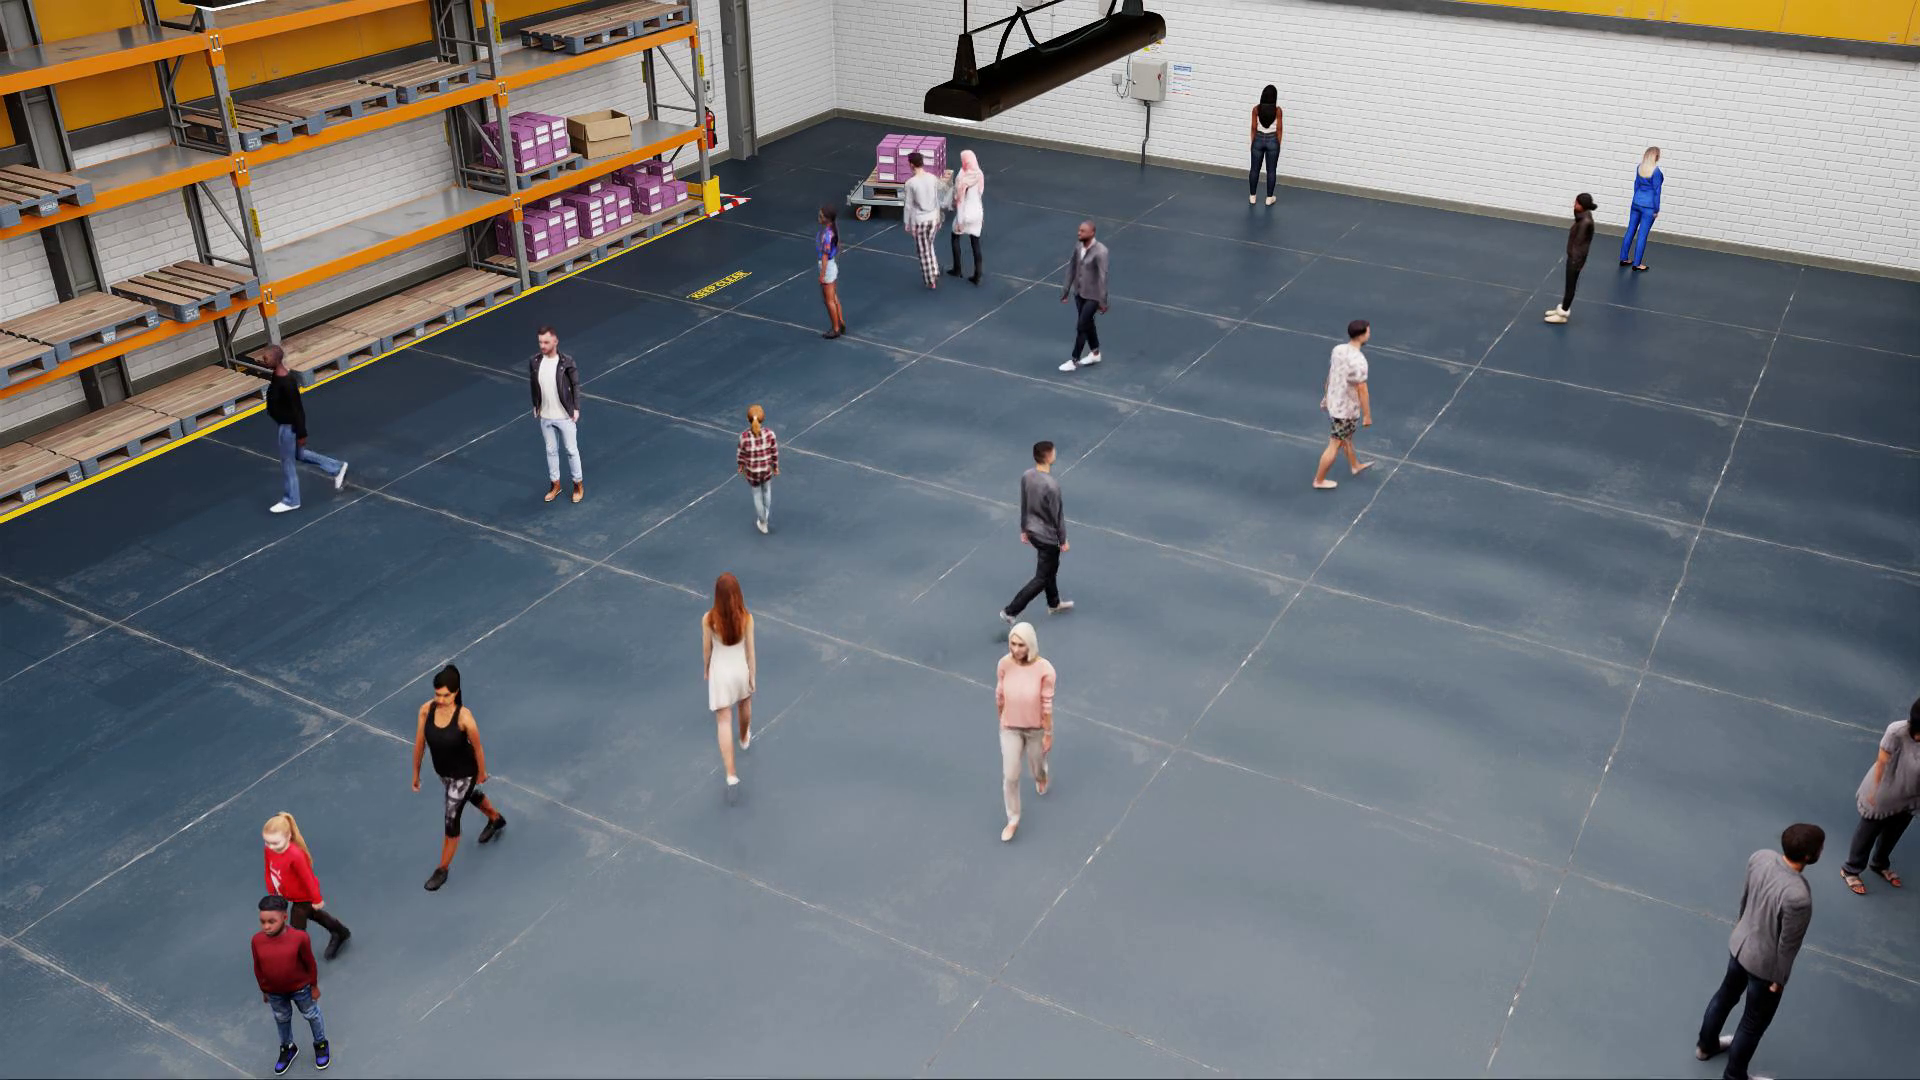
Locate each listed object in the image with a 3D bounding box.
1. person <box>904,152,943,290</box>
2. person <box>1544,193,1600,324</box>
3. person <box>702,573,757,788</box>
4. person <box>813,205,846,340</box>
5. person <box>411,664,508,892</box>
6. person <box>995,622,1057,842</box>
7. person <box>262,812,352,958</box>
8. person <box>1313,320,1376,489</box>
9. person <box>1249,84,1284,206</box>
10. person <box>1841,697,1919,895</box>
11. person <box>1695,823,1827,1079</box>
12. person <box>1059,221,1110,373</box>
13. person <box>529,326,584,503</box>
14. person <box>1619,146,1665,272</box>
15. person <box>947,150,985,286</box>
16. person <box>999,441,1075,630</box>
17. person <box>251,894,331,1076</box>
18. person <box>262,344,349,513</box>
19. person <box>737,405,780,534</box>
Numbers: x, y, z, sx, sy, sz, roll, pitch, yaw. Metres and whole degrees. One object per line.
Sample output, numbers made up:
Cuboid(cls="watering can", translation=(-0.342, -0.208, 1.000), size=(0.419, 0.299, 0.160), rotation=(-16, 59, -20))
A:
Cuboid(cls="person", translation=(-0.438, -4.167, 21.921), size=(0.808, 1.826, 0.881), rotation=(-12, 31, -22))
Cuboid(cls="person", translation=(7.785, -3.556, 20.969), size=(0.636, 1.664, 0.690), rotation=(-21, 35, -33))
Cuboid(cls="person", translation=(-1.725, 1.070, 12.478), size=(1.006, 1.673, 1.183), rotation=(-3, 29, -6))
Cuboid(cls="person", translation=(-1.601, -3.298, 20.436), size=(0.884, 1.722, 0.724), rotation=(6, 29, 10))
Cuboid(cls="person", translation=(-3.479, 1.559, 11.641), size=(0.658, 1.617, 1.138), rotation=(12, 31, 22))
Cuboid(cls="person", translation=(0.499, 1.313, 11.997), size=(0.734, 1.708, 0.978), rotation=(9, 30, 16))
Cuboid(cls="person", translation=(-4.230, 2.252, 10.755), size=(0.518, 1.248, 0.901), rotation=(16, 32, 27))
Cuboid(cls="person", translation=(3.798, -1.344, 16.787), size=(1.143, 1.786, 1.067), rotation=(-9, 30, -16))
Cuboid(cls="person", translation=(4.662, -6.029, 25.350), size=(0.682, 1.810, 0.658), rotation=(9, 30, 17))
Cuboid(cls="person", translation=(6.446, 1.684, 11.418), size=(0.779, 1.612, 0.839), rotation=(-7, 29, -13))
Cuboid(cls="person", translation=(4.712, 2.429, 9.783), size=(0.839, 1.869, 0.750), rotation=(-5, 29, -9))
Cuboid(cls="person", translation=(1.583, -2.892, 19.619), size=(1.115, 1.792, 0.993), rotation=(-18, 33, -29))
Cuboid(cls="person", translation=(-4.025, -1.276, 16.608), size=(0.730, 1.837, 0.697), rotation=(3, 29, 6))
Cuboid(cls="person", translation=(9.343, -4.543, 22.740), size=(0.741, 1.701, 0.708), rotation=(-12, 31, -20))
Cuboid(cls="person", translation=(0.187, -4.254, 22.127), size=(0.885, 1.781, 0.875), rotation=(-21, 35, -33))
Cuboid(cls="person", translation=(0.668, -0.005, 14.384), size=(1.177, 1.735, 0.951), rotation=(-17, 33, -28))
Cuboid(cls="person", translation=(-4.046, 2.651, 10.015), size=(0.588, 1.256, 0.633), rotation=(-3, 29, -6))
Cuboid(cls="person", translation=(-6.553, -1.143, 16.477), size=(1.145, 1.729, 0.910), rotation=(-18, 34, -30))
Cuboid(cls="person", translation=(-1.927, -0.664, 16.056), size=(0.759, 1.291, 0.812), rotation=(-10, 30, -17))
